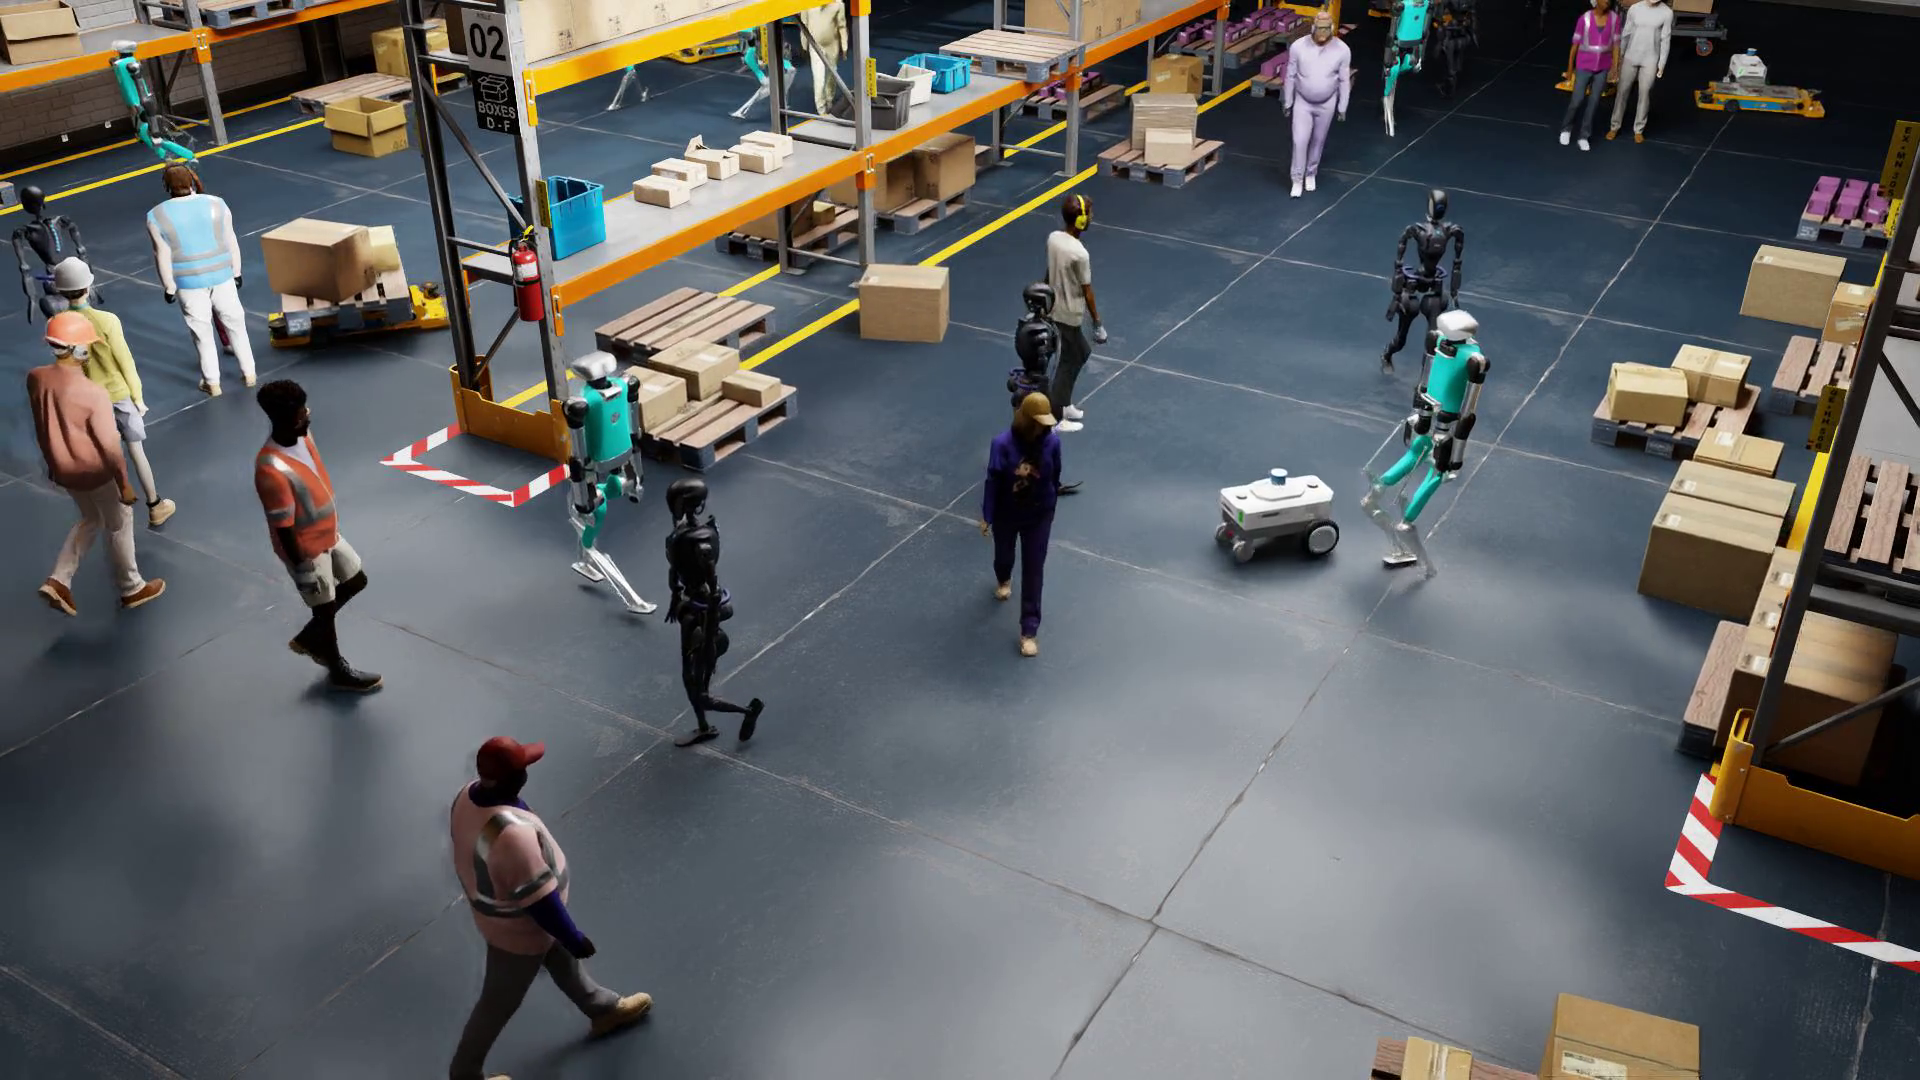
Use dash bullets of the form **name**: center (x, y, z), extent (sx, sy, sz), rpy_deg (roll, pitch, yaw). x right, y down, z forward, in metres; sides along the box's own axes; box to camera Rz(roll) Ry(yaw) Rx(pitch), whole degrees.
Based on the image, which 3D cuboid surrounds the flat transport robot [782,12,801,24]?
- **flat transport robot**: center (-2.439, -7.816, 24.768), extent (1.431, 0.231, 0.659), rpy_deg (-2, 30, -3)

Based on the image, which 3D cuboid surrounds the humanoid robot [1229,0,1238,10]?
- **humanoid robot**: center (4.219, -8.962, 25.371), extent (0.370, 1.646, 0.612), rpy_deg (-25, 38, -37)

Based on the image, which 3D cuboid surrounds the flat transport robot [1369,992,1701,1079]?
- **flat transport robot**: center (2.050, 2.668, 6.222), extent (0.659, 0.231, 1.431), rpy_deg (10, 31, 18)

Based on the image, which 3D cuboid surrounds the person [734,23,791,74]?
- **person**: center (-2.626, -7.145, 21.896), extent (0.508, 1.931, 0.734), rpy_deg (24, 38, 36)

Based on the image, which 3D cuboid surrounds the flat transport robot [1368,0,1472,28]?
- **flat transport robot**: center (6.910, -7.882, 24.884), extent (0.659, 0.231, 1.431), rpy_deg (-26, 39, -38)

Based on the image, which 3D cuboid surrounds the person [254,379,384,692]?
- **person**: center (-3.598, 0.000, 9.228), extent (0.437, 1.953, 0.638), rpy_deg (-1, 29, -1)

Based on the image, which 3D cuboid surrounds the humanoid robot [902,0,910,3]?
- **humanoid robot**: center (-0.820, -9.228, 25.836), extent (0.596, 1.649, 0.371), rpy_deg (-7, 30, -12)

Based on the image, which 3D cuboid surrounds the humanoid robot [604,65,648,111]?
- **humanoid robot**: center (-4.159, -6.138, 20.356), extent (0.930, 1.812, 0.561), rpy_deg (-26, 38, -37)

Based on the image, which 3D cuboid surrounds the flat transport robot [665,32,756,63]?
- **flat transport robot**: center (-3.373, -6.875, 23.103), extent (1.431, 0.231, 0.659), rpy_deg (-22, 36, -34)

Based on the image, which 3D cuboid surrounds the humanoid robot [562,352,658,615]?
- **humanoid robot**: center (-2.269, -0.364, 10.142), extent (1.047, 1.761, 0.548), rpy_deg (21, 36, 33)

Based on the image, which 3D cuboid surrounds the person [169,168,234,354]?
- **person**: center (-6.146, -2.223, 13.483), extent (0.279, 1.633, 0.497), rpy_deg (21, 36, 33)

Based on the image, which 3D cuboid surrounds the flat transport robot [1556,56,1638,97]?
- **flat transport robot**: center (8.356, -6.007, 21.568), extent (0.659, 0.231, 1.431), rpy_deg (24, 37, 36)

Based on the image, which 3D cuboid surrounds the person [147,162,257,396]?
- **person**: center (-5.889, -2.027, 12.929), extent (0.619, 1.845, 0.431), rpy_deg (-20, 35, -31)

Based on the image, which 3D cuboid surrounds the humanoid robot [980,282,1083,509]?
- **humanoid robot**: center (0.506, -0.965, 11.255), extent (0.773, 1.625, 0.590), rpy_deg (-6, 30, -11)

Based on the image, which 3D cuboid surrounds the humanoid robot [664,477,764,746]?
- **humanoid robot**: center (-1.339, 0.380, 8.836), extent (0.455, 1.639, 0.610), rpy_deg (-15, 33, -25)

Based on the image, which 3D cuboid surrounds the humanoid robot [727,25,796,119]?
- **humanoid robot**: center (-2.333, -5.839, 19.807), extent (1.043, 1.739, 0.550), rpy_deg (-20, 35, -31)

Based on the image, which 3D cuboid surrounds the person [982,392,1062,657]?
- **person**: center (0.363, -0.194, 9.964), extent (0.472, 1.578, 0.877), rpy_deg (0, 29, 0)

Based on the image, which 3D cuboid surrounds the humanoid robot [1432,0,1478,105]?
- **humanoid robot**: center (6.103, -6.257, 20.600), extent (0.619, 1.631, 0.524), rpy_deg (-9, 31, -16)

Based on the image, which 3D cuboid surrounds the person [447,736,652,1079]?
- **person**: center (-1.802, 1.530, 6.781), extent (0.959, 1.707, 0.591), rpy_deg (-15, 33, -24)

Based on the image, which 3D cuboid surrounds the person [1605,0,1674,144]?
- **person**: center (7.791, -5.501, 19.034), extent (0.570, 1.889, 0.389), rpy_deg (15, 33, 24)

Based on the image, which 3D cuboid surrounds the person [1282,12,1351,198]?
- **person**: center (3.690, -4.479, 17.227), extent (0.672, 1.872, 0.878), rpy_deg (3, 30, 5)

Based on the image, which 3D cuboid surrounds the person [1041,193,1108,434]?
- **person**: center (0.868, -1.635, 12.224), extent (0.530, 1.849, 0.525), rpy_deg (-10, 31, -16)

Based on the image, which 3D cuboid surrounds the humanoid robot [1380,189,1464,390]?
- **humanoid robot**: center (3.614, -1.965, 13.016), extent (0.583, 1.637, 0.685), rpy_deg (-4, 30, -8)

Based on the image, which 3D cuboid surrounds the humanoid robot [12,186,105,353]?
- **humanoid robot**: center (-6.968, -1.934, 12.941), extent (0.440, 1.632, 0.601), rpy_deg (15, 33, 25)

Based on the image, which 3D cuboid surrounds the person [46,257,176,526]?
- **person**: center (-5.631, -0.941, 10.961), extent (0.470, 1.891, 0.385), rpy_deg (-6, 30, -10)

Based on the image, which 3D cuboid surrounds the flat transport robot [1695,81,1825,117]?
- **flat transport robot**: center (9.892, -5.451, 20.585), extent (1.431, 0.231, 0.659), rpy_deg (9, 31, 16)

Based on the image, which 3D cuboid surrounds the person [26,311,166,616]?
- **person**: center (-5.241, -0.388, 9.909), extent (0.650, 1.961, 0.663), rpy_deg (13, 32, 22)

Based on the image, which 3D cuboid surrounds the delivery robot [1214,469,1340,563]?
- **delivery robot**: center (2.080, -0.186, 10.973), extent (0.777, 0.587, 0.499), rpy_deg (-9, 31, -15)

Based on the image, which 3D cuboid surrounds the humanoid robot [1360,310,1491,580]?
- **humanoid robot**: center (2.838, -0.546, 10.421), extent (0.668, 1.799, 0.546), rpy_deg (-11, 31, -19)

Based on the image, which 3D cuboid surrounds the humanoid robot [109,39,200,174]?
- **humanoid robot**: center (-8.087, -4.151, 16.910), extent (0.545, 1.907, 0.701), rpy_deg (25, 38, 37)

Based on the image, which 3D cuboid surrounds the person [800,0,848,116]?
- **person**: center (-1.630, -5.973, 20.041), extent (0.571, 1.707, 0.899), rpy_deg (-3, 30, -4)

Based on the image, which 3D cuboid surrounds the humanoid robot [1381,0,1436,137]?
- **humanoid robot**: center (5.090, -5.639, 19.457), extent (0.536, 1.797, 0.804), rpy_deg (-8, 30, -14)

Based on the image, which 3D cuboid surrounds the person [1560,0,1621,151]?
- **person**: center (7.151, -5.326, 18.767), extent (0.525, 1.834, 0.454), rpy_deg (2, 30, 3)

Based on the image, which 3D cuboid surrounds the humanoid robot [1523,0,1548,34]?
- **humanoid robot**: center (8.430, -8.238, 24.097), extent (0.611, 1.646, 0.582), rpy_deg (8, 30, 14)

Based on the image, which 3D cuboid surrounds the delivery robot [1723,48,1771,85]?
- **delivery robot**: center (10.013, -5.945, 21.147), extent (0.499, 0.574, 0.751), rpy_deg (7, 30, 12)

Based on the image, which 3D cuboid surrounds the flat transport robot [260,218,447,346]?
- **flat transport robot**: center (-5.222, -1.954, 14.397), extent (1.431, 0.231, 0.659), rpy_deg (-11, 31, -18)
